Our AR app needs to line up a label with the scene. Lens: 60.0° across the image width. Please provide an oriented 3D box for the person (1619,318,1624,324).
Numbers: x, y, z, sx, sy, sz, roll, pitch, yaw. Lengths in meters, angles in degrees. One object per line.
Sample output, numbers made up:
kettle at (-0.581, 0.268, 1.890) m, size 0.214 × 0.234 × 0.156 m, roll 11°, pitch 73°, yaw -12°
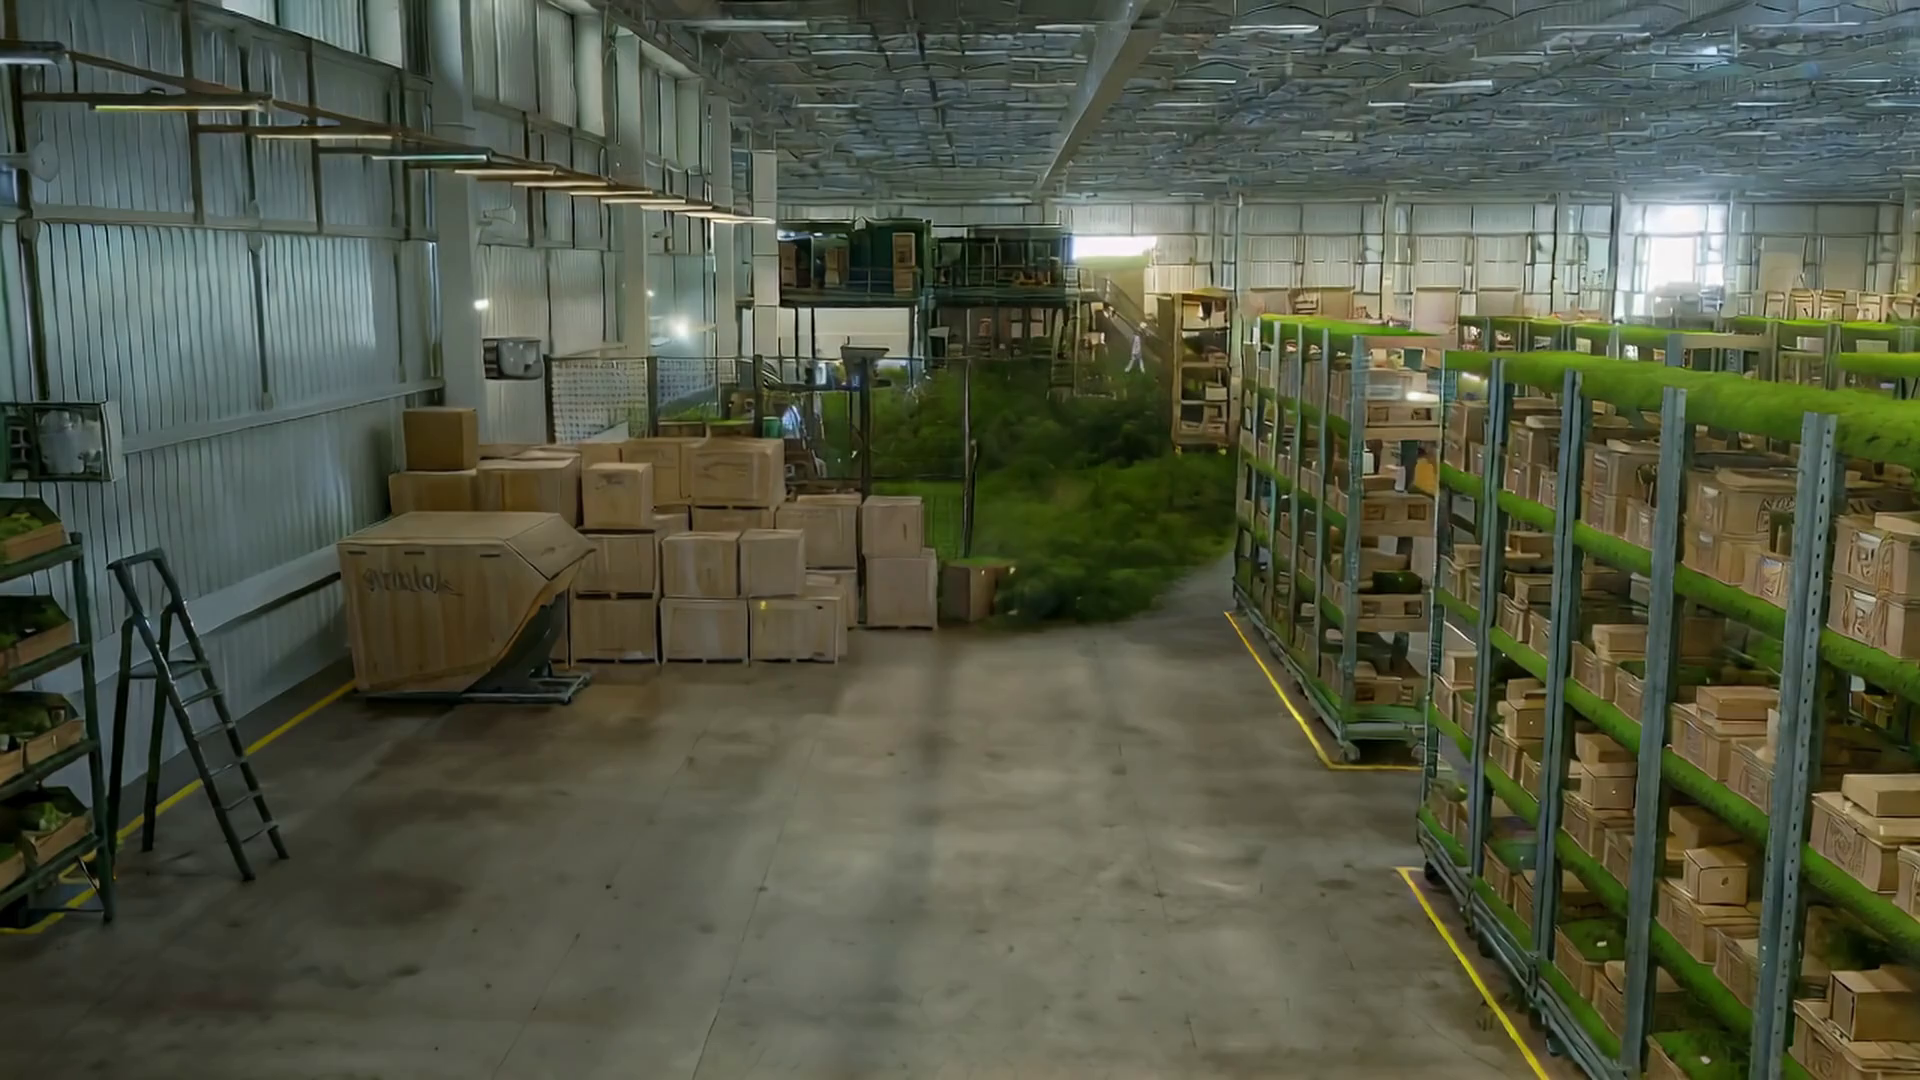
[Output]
person at (30.851, -9.423, 77.656) m, size 0.586 × 1.918 × 0.394 m, roll 8°, pitch 12°, yaw 41°

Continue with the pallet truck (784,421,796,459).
pallet truck at (-4.013, -1.793, 32.705) m, size 1.601 × 1.201 × 0.680 m, roll 0°, pitch 9°, yaw 1°

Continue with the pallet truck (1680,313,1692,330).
pallet truck at (36.315, -10.531, 84.244) m, size 0.823 × 1.965 × 1.885 m, roll -6°, pitch 11°, yaw -33°

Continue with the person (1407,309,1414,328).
person at (25.606, -12.184, 94.692) m, size 0.398 × 1.919 × 0.587 m, roll 6°, pitch 11°, yaw 33°

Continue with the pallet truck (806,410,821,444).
pallet truck at (-3.559, -2.018, 33.905) m, size 1.522 × 1.261 × 0.704 m, roll 0°, pitch 9°, yaw -1°

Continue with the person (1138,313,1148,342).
person at (9.613, -10.969, 87.232) m, size 0.550 × 1.909 × 0.735 m, roll 0°, pitch 9°, yaw -3°

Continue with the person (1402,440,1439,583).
person at (6.051, -0.376, 21.949) m, size 0.558 × 1.891 × 0.653 m, roll 3°, pitch 10°, yaw 16°

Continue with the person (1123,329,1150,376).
person at (6.843, -7.262, 64.623) m, size 1.021 × 1.839 × 0.573 m, roll 2°, pitch 9°, yaw 11°

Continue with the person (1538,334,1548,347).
person at (22.210, -7.168, 63.578) m, size 0.726 × 1.971 × 0.627 m, roll 5°, pitch 10°, yaw 26°

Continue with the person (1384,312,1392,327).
person at (22.693, -11.188, 88.591) m, size 0.970 × 1.893 × 0.600 m, roll 9°, pitch 13°, yaw 44°

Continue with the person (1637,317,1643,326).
person at (35.434, -10.740, 86.541) m, size 0.764 × 1.664 × 0.550 m, roll 8°, pitch 12°, yaw 40°

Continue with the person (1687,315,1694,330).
person at (37.447, -10.637, 85.400) m, size 0.452 × 1.827 × 0.647 m, roll 4°, pitch 10°, yaw 25°

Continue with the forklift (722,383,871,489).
forklift at (-2.893, -1.687, 28.729) m, size 2.680 × 1.987 × 1.157 m, roll 0°, pitch 9°, yaw -1°

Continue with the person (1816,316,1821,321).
person at (41.271, -9.790, 79.959) m, size 0.391 × 1.911 × 0.584 m, roll -2°, pitch 9°, yaw -11°

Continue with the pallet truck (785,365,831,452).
pallet truck at (-3.774, -2.976, 37.635) m, size 1.885 × 1.965 × 0.823 m, roll 1°, pitch 9°, yaw 5°

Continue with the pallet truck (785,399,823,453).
pallet truck at (-3.814, -2.432, 36.419) m, size 1.630 × 1.274 × 0.653 m, roll 0°, pitch 9°, yaw 1°

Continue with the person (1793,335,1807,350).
person at (30.704, -6.767, 60.892) m, size 0.539 × 2.000 × 0.698 m, roll 7°, pitch 11°, yaw 35°

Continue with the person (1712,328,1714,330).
person at (34.154, -9.019, 75.372) m, size 0.404 × 1.846 × 0.563 m, roll 7°, pitch 12°, yaw 37°

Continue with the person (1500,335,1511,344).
person at (17.484, -5.540, 53.362) m, size 0.406 × 2.036 × 0.610 m, roll -2°, pitch 9°, yaw -13°

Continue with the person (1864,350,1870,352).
person at (27.709, -4.981, 50.991) m, size 0.553 × 1.671 × 0.637 m, roll 1°, pitch 9°, yaw 3°

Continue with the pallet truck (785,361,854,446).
pallet truck at (-3.410, -3.193, 38.978) m, size 1.885 × 1.965 × 0.823 m, roll 0°, pitch 9°, yaw -1°

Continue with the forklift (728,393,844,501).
forklift at (-2.979, -1.316, 26.476) m, size 2.680 × 1.987 × 1.157 m, roll 0°, pitch 9°, yaw 1°
